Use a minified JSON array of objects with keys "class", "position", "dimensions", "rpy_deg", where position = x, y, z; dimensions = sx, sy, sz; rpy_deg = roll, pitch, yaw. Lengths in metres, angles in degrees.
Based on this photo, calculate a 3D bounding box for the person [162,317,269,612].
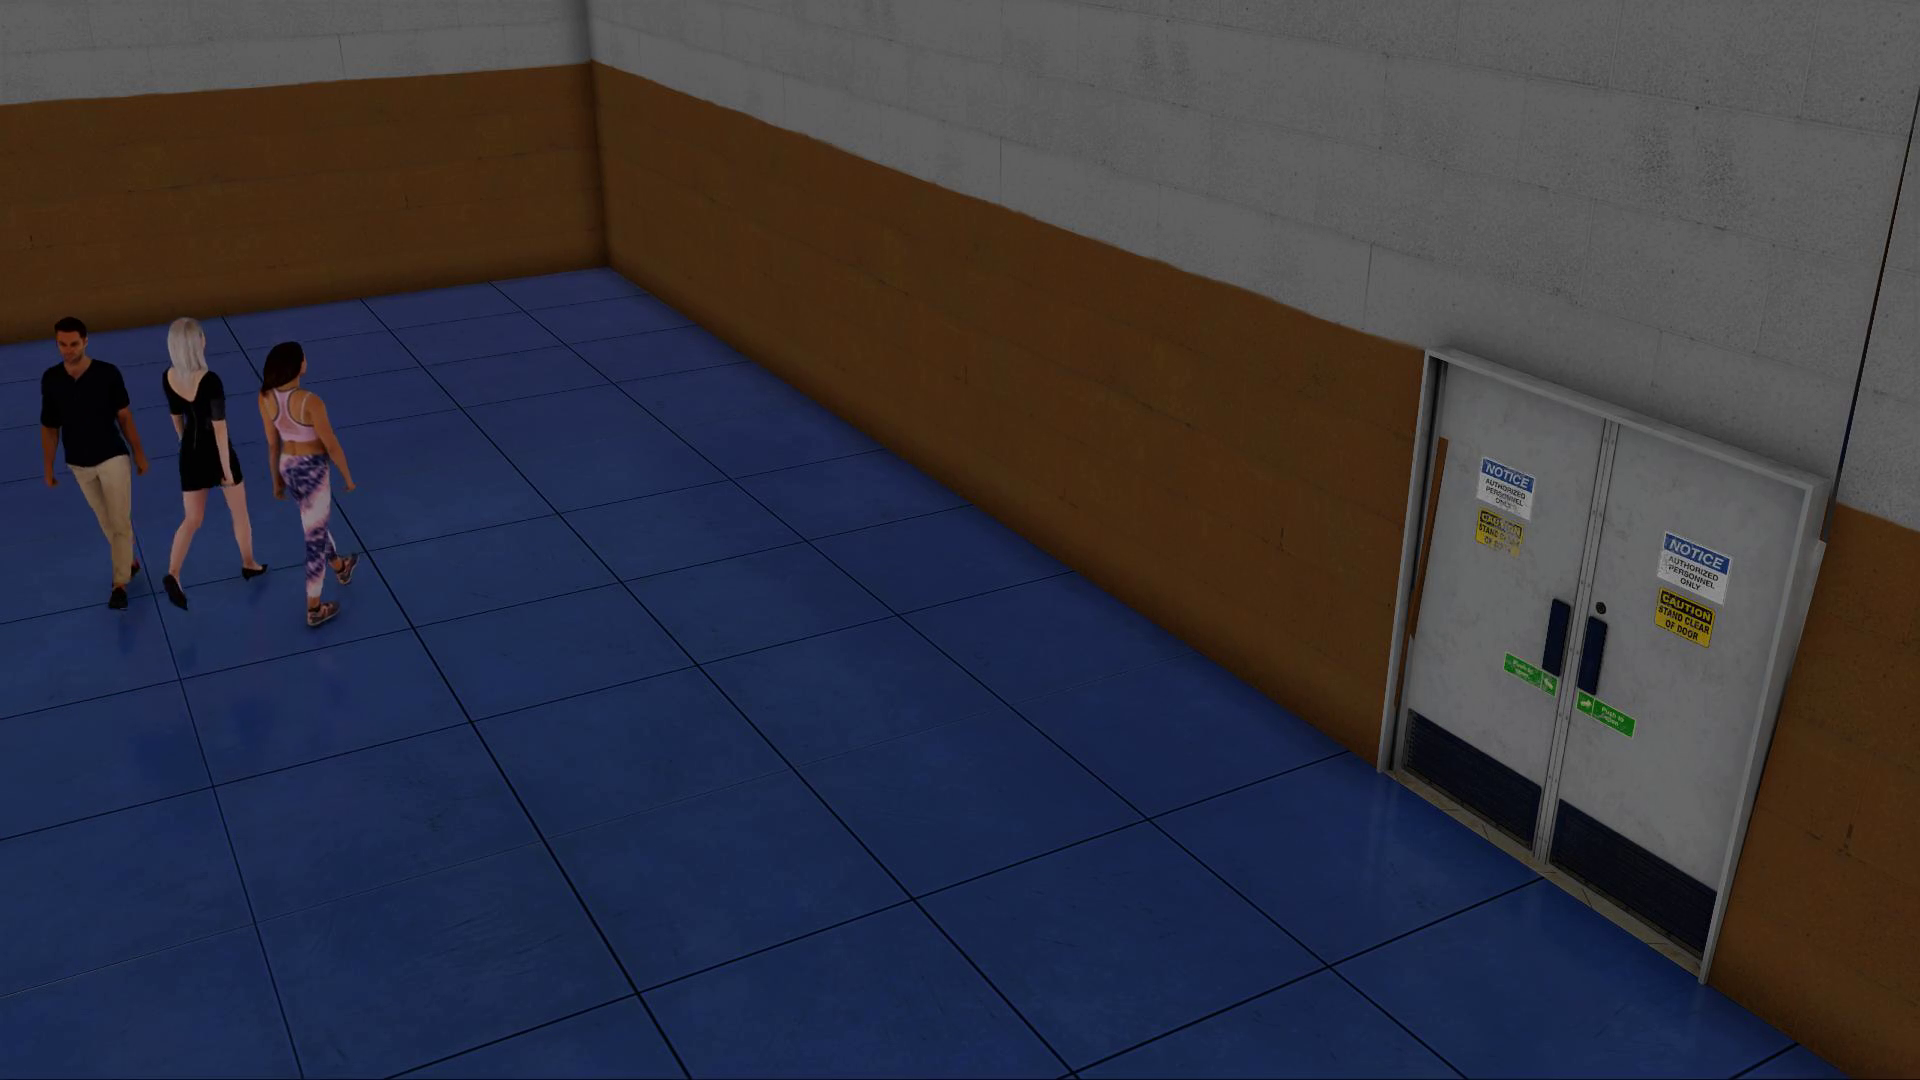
[{"class":"person","position":[-4.690,-0.430,10.218],"dimensions":[1.135,1.799,1.109],"rpy_deg":[3,24,7]}]

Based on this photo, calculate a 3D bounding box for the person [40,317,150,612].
[{"class":"person","position":[-5.331,-0.518,10.366],"dimensions":[1.107,1.817,1.017],"rpy_deg":[-3,24,-6]}]

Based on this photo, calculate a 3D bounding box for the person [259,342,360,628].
[{"class":"person","position":[-3.973,-0.310,10.011],"dimensions":[0.991,1.745,1.049],"rpy_deg":[6,24,13]}]
